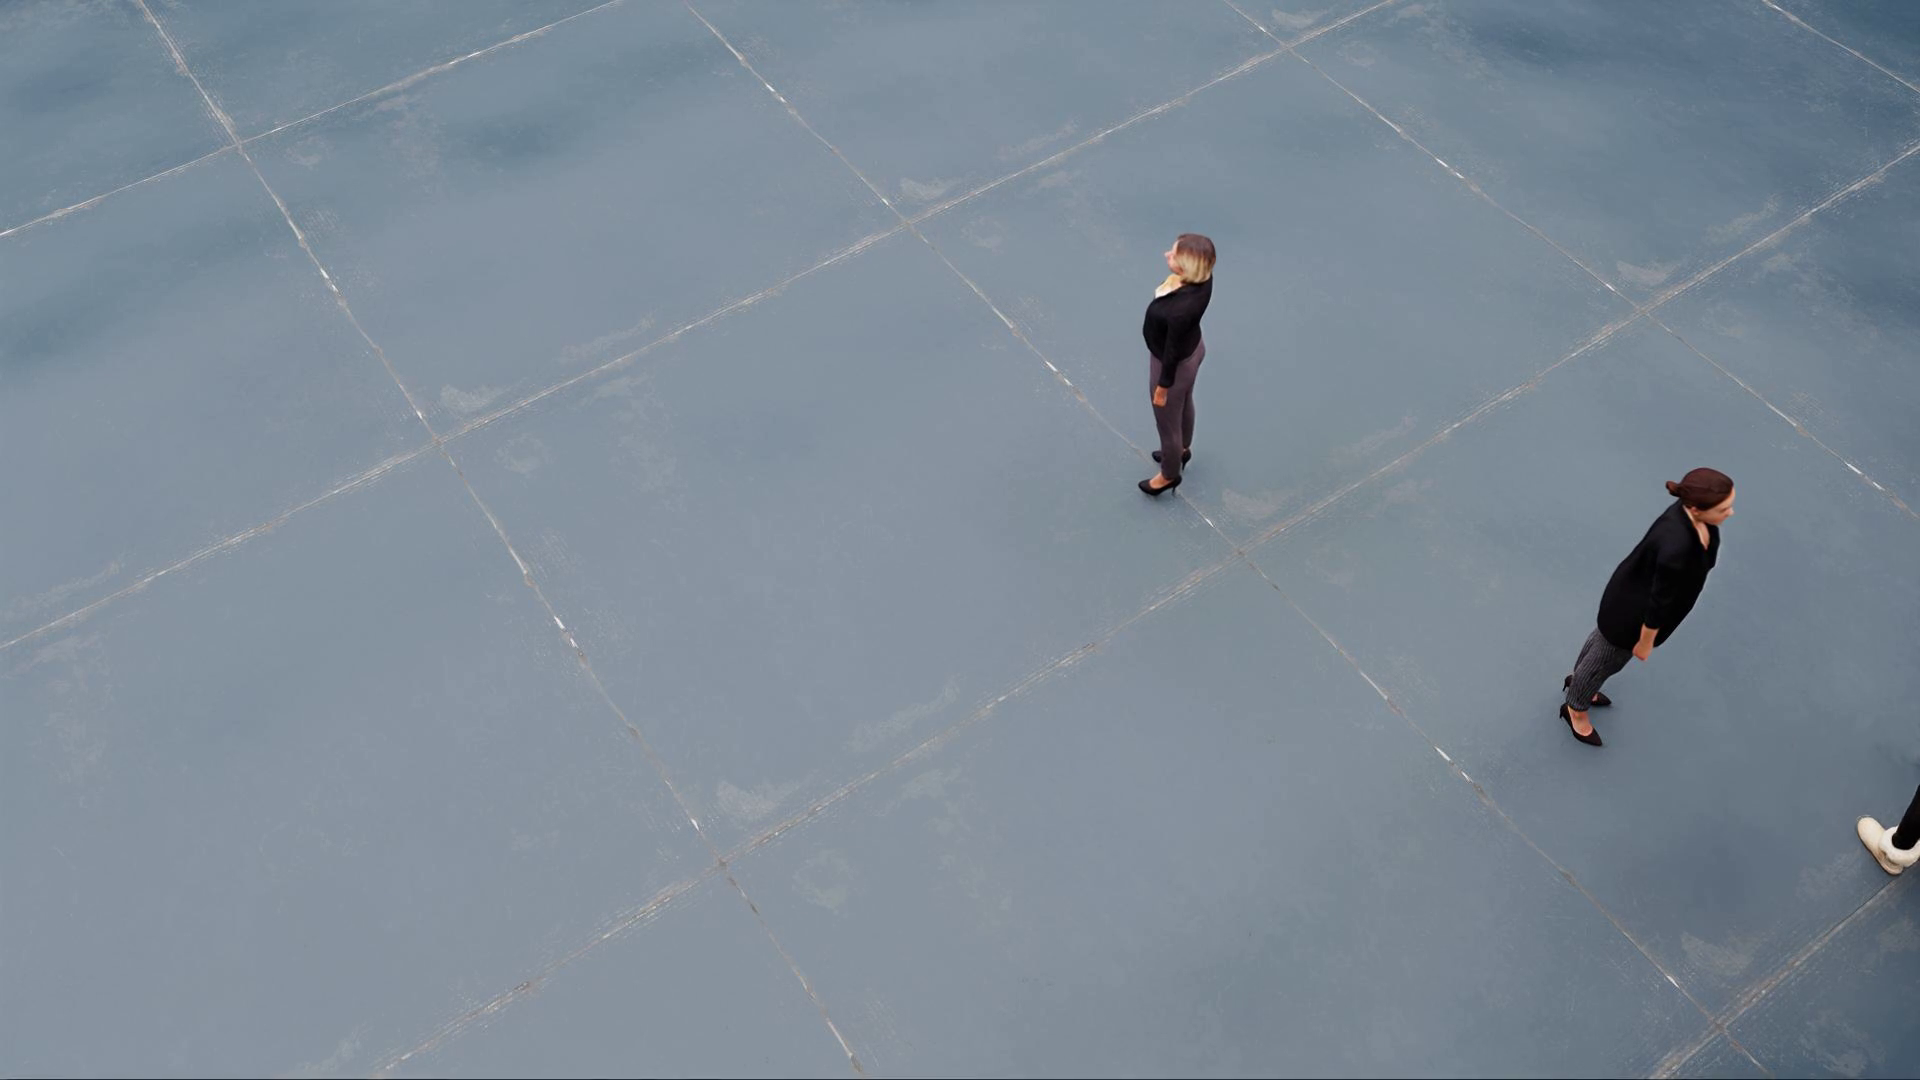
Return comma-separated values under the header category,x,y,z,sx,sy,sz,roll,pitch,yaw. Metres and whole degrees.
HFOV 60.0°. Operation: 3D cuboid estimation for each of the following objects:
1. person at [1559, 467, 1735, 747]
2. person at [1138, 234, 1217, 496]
category,x,y,z,sx,sy,sz,roll,pitch,yaw
person,2.905,0.274,7.112,0.724,1.719,0.724,23,56,17
person,1.054,-0.828,7.999,0.709,1.668,0.676,16,54,12
